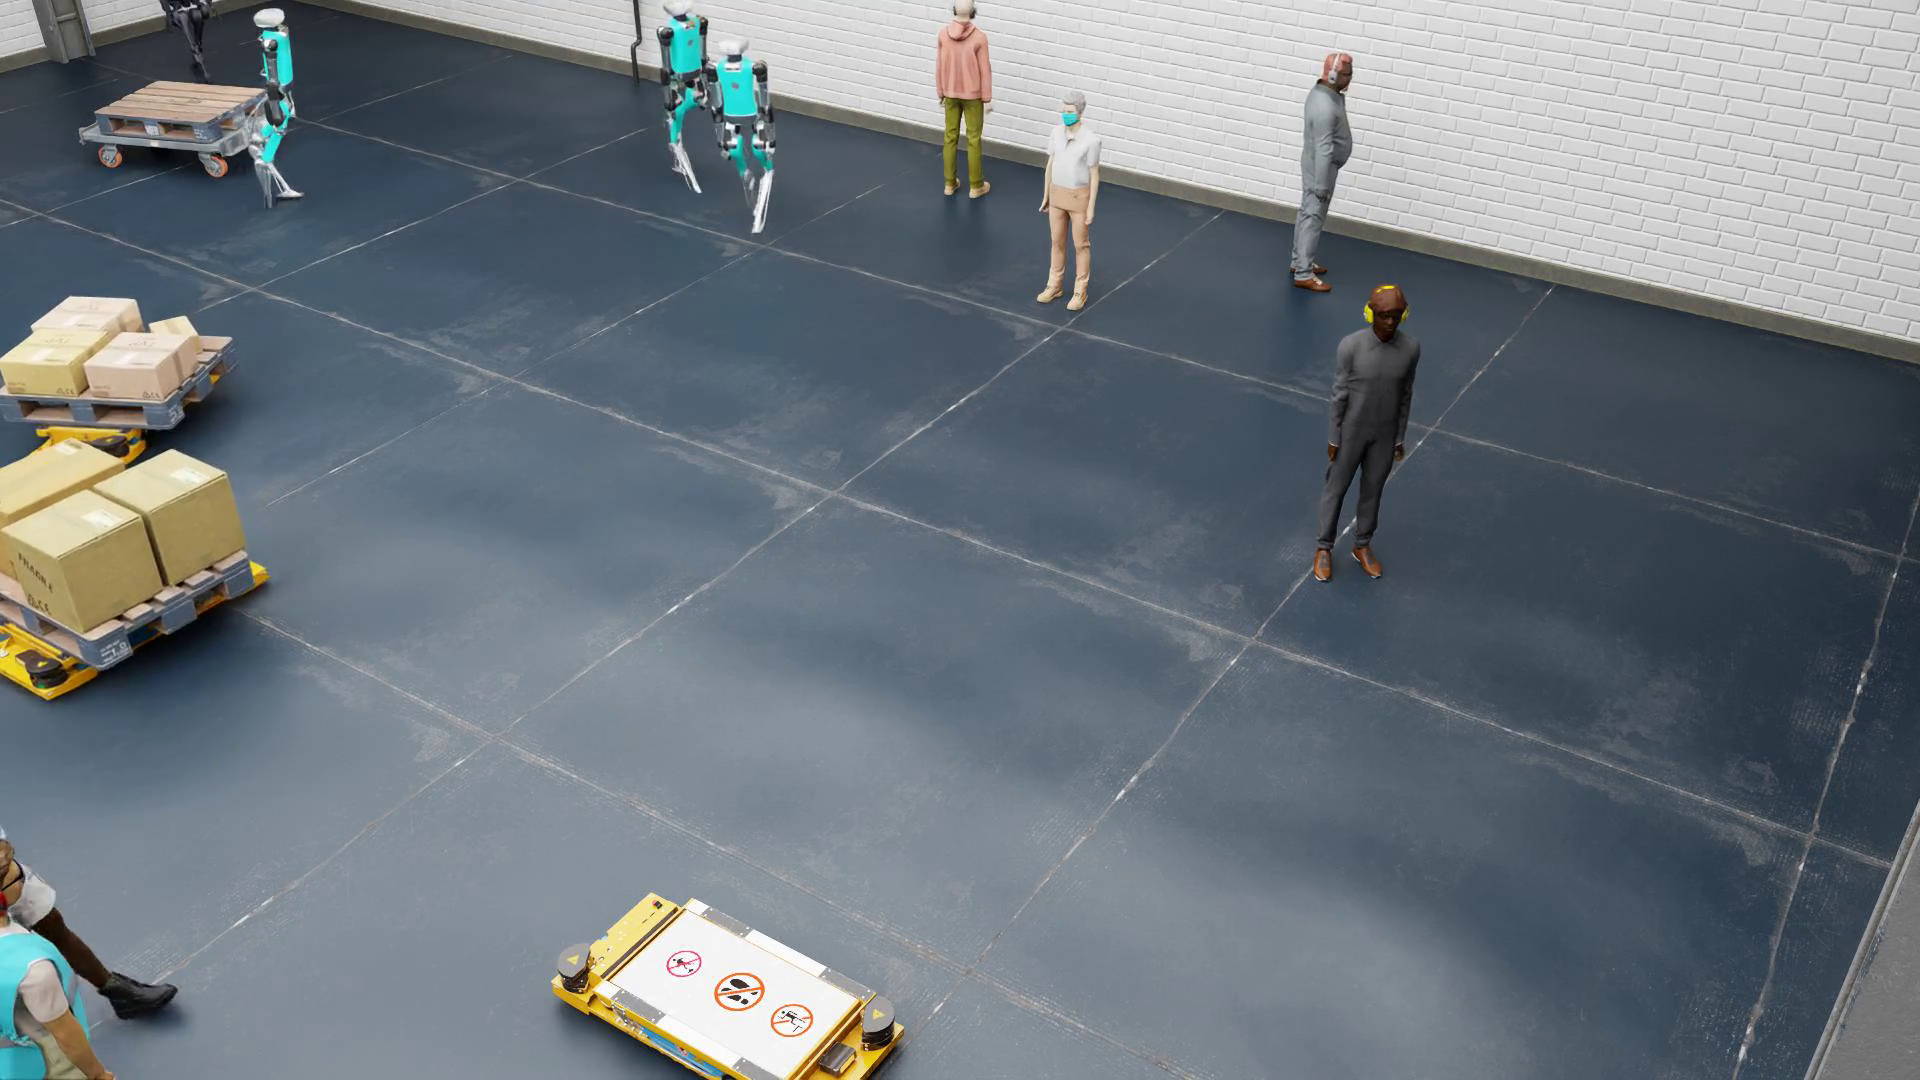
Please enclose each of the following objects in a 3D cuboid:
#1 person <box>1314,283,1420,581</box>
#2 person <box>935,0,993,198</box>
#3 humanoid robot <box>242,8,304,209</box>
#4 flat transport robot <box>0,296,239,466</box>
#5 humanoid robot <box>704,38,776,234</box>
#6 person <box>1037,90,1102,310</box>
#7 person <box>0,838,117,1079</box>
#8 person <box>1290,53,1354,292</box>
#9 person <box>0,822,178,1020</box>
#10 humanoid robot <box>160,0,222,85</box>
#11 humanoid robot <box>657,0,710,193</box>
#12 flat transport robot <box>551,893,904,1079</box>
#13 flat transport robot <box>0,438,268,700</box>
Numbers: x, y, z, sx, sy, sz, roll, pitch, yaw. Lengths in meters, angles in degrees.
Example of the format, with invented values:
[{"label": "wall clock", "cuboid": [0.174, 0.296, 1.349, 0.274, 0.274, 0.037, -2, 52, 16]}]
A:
[{"label": "person", "cuboid": [2.383, -0.620, 9.738, 0.492, 1.875, 0.357, -3, 33, -5]}, {"label": "person", "cuboid": [0.034, -4.011, 15.047, 0.538, 1.835, 0.364, 11, 34, 17]}, {"label": "humanoid robot", "cuboid": [-6.237, -3.780, 14.891, 0.756, 1.897, 0.542, -3, 33, -5]}, {"label": "flat transport robot", "cuboid": [-5.852, -0.942, 11.723, 0.659, 0.231, 1.431, 3, 33, 5]}, {"label": "humanoid robot", "cuboid": [-1.807, -3.475, 14.398, 0.555, 1.881, 0.805, 4, 33, 6]}, {"label": "person", "cuboid": [0.859, -2.665, 13.036, 0.474, 1.747, 0.321, 19, 37, 27]}, {"label": "person", "cuboid": [-3.291, 1.830, 5.953, 0.569, 1.840, 0.374, 16, 36, 23]}, {"label": "person", "cuboid": [2.920, -2.959, 13.349, 0.406, 1.904, 0.650, 4, 33, 6]}, {"label": "person", "cuboid": [-3.894, 1.345, 6.675, 0.974, 1.883, 0.559, -2, 33, -3]}, {"label": "humanoid robot", "cuboid": [-8.355, -5.773, 17.995, 0.820, 1.624, 0.589, 27, 42, 36]}, {"label": "humanoid robot", "cuboid": [-2.630, -4.095, 15.295, 0.813, 1.803, 0.543, 27, 41, 35]}, {"label": "flat transport robot", "cuboid": [-1.012, 1.990, 7.159, 1.431, 0.231, 0.659, 19, 37, 27]}, {"label": "flat transport robot", "cuboid": [-4.830, 0.397, 9.638, 0.659, 0.231, 1.431, 19, 38, 27]}]
